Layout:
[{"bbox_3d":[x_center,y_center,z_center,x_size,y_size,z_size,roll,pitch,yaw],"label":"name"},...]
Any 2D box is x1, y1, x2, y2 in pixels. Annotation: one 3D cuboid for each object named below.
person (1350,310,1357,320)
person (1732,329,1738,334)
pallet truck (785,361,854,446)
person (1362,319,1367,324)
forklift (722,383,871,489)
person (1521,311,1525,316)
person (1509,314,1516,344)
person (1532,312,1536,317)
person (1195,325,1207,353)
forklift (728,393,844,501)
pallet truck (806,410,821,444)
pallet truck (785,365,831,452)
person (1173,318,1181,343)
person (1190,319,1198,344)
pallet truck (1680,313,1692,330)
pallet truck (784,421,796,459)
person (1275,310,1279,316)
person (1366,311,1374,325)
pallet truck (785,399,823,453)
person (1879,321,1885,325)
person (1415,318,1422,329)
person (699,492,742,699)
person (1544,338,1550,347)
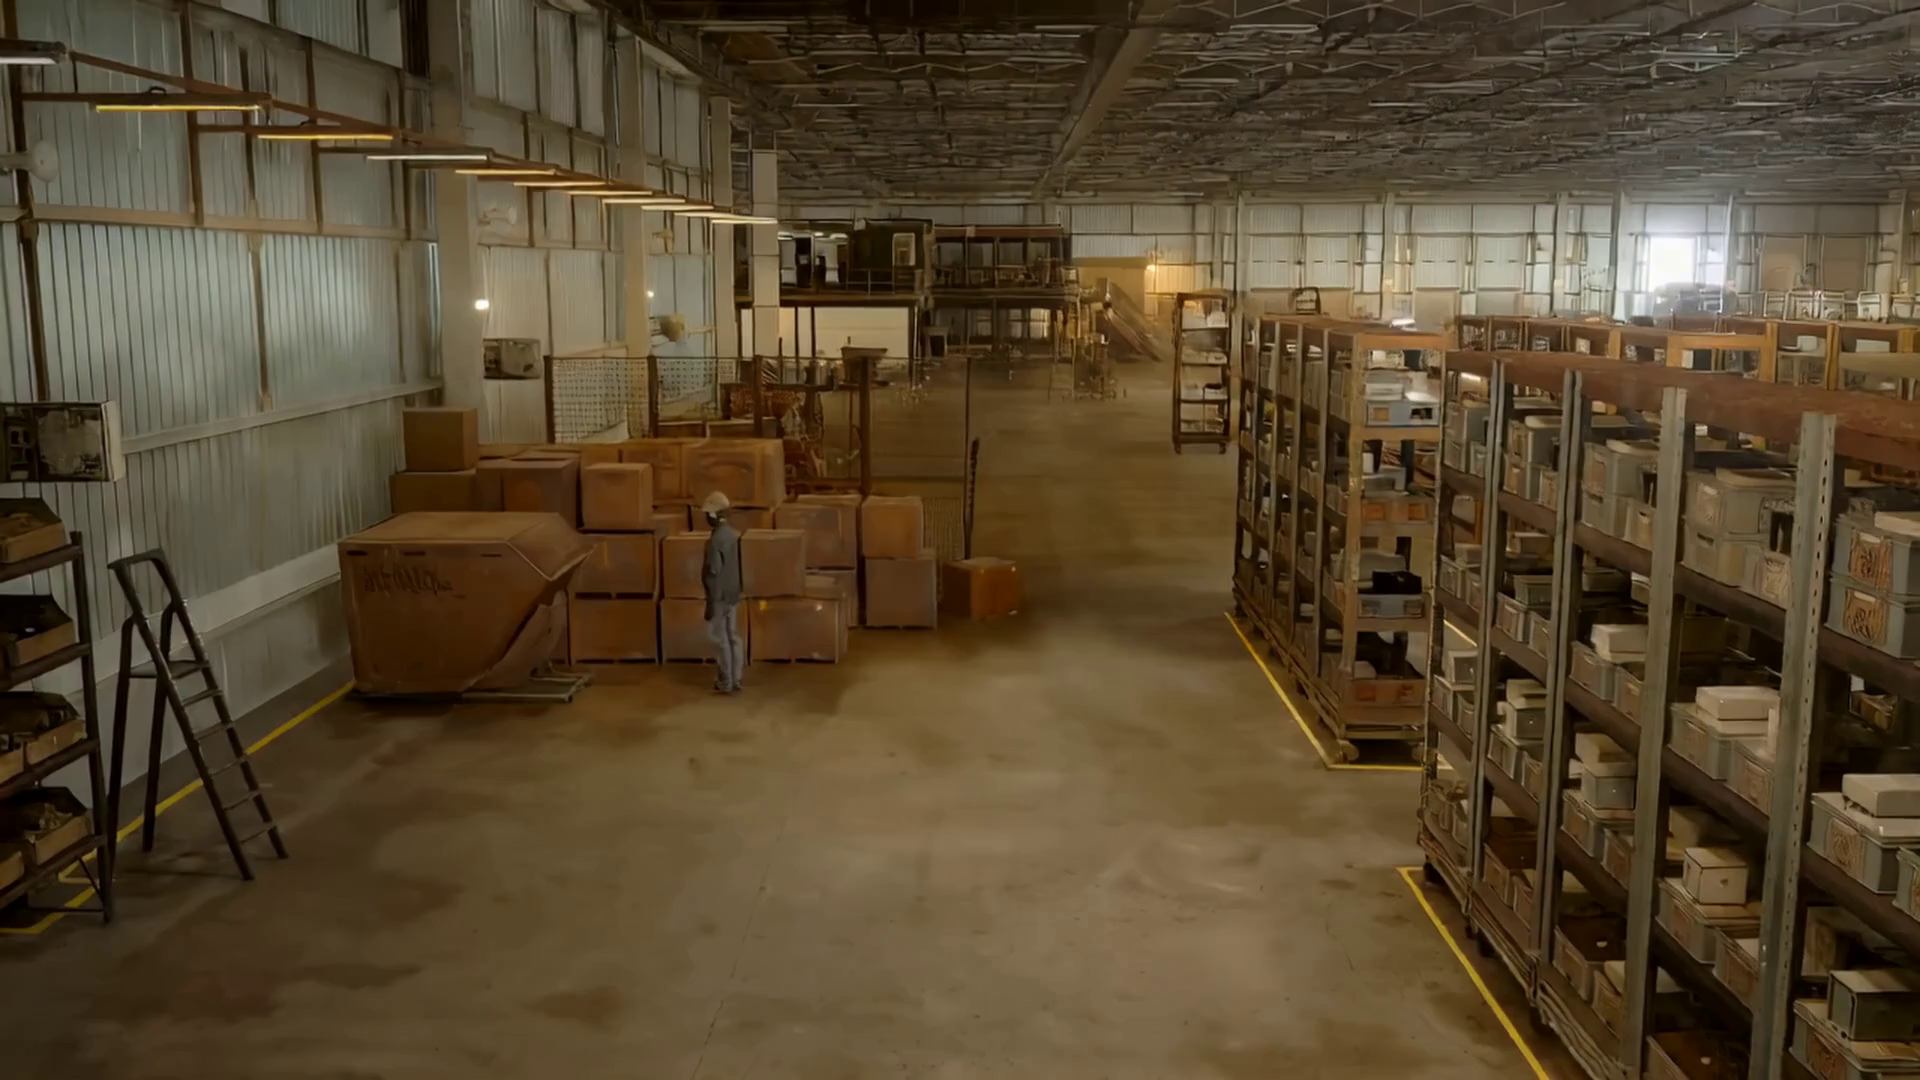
[{"bbox_3d":[22.766,-12.313,95.790,0.713,1.816,0.655,2,9,10],"label":"person"},{"bbox_3d":[34.269,-8.795,73.399,0.998,2.000,0.693,4,10,26],"label":"person"},{"bbox_3d":[-3.410,-3.193,38.978,1.885,1.965,0.823,0,9,-1],"label":"pallet truck"},{"bbox_3d":[18.169,-8.964,74.816,0.521,1.921,0.556,-3,10,-17],"label":"person"},{"bbox_3d":[-2.893,-1.687,28.729,2.680,1.987,1.157,0,9,-1],"label":"forklift"},{"bbox_3d":[30.333,-11.374,89.705,0.493,1.909,0.597,-5,10,-27],"label":"person"},{"bbox_3d":[28.216,-10.576,84.793,0.541,1.907,0.601,-2,9,-9],"label":"person"},{"bbox_3d":[31.923,-11.769,92.411,0.628,1.833,0.640,1,9,5],"label":"person"},{"bbox_3d":[11.944,-10.203,82.528,0.601,1.895,0.690,-1,9,-9],"label":"person"},{"bbox_3d":[-2.979,-1.316,26.476,2.680,1.987,1.157,0,9,1],"label":"forklift"},{"bbox_3d":[-3.559,-2.018,33.905,1.522,1.261,0.704,0,9,-1],"label":"pallet truck"},{"bbox_3d":[-3.774,-2.976,37.635,1.885,1.965,0.823,1,9,5],"label":"pallet truck"},{"bbox_3d":[10.533,-9.831,80.388,0.506,1.847,0.343,-6,11,-35],"label":"person"},{"bbox_3d":[13.152,-11.893,92.794,0.605,1.949,0.402,6,11,32],"label":"person"},{"bbox_3d":[36.315,-10.531,84.244,0.823,1.965,1.885,-6,11,-33],"label":"pallet truck"},{"bbox_3d":[-4.013,-1.793,32.705,1.601,1.201,0.680,0,9,1],"label":"pallet truck"},{"bbox_3d":[18.329,-12.403,96.337,1.006,1.817,0.540,4,10,26],"label":"person"},{"bbox_3d":[22.184,-11.434,90.053,0.590,1.918,0.389,-7,12,-37],"label":"person"},{"bbox_3d":[-3.814,-2.432,36.419,1.630,1.274,0.653,0,9,1],"label":"pallet truck"},{"bbox_3d":[41.230,-8.859,74.450,0.547,1.825,0.930,0,9,1],"label":"person"},{"bbox_3d":[21.965,-9.722,79.801,1.000,1.824,0.596,2,10,14],"label":"person"},{"bbox_3d":[-2.312,0.532,16.006,0.390,1.992,0.624,2,10,14],"label":"person"},{"bbox_3d":[19.927,-5.935,56.405,0.404,1.828,0.603,8,12,42],"label":"person"}]
